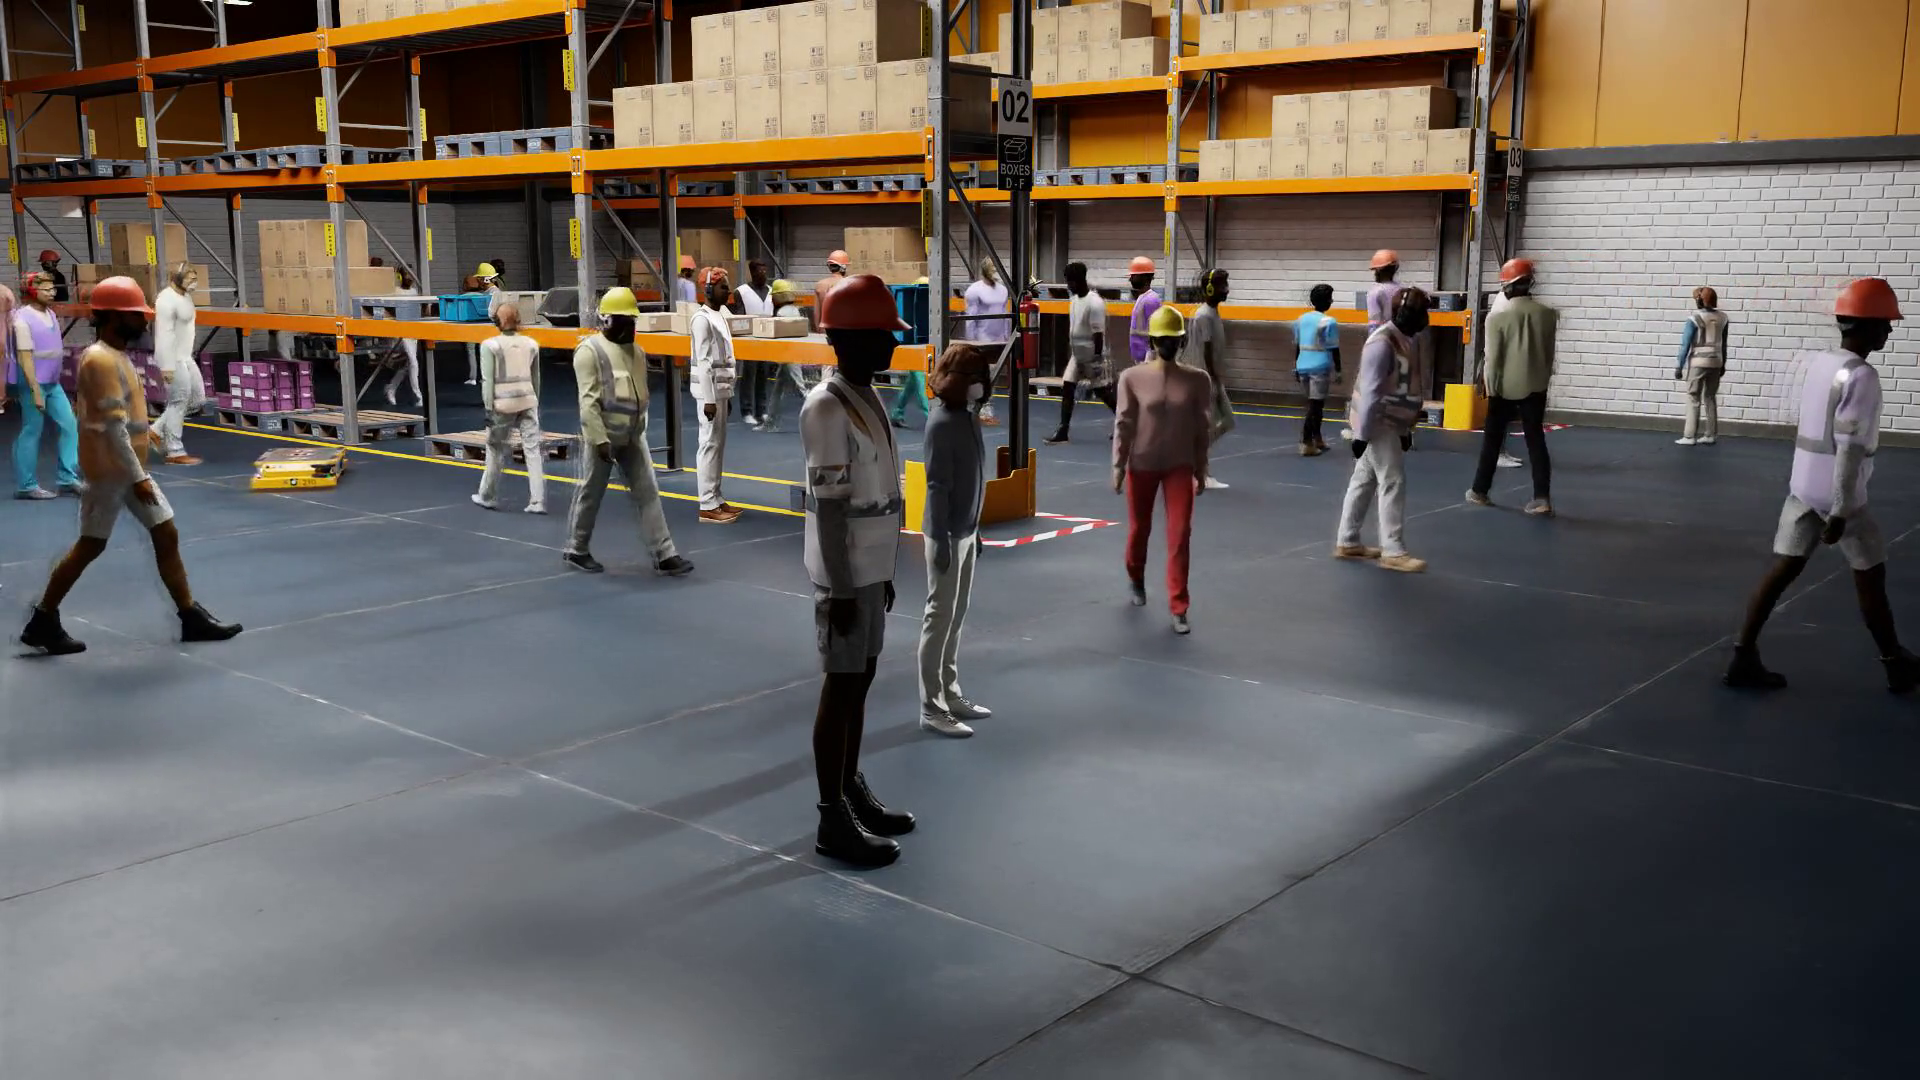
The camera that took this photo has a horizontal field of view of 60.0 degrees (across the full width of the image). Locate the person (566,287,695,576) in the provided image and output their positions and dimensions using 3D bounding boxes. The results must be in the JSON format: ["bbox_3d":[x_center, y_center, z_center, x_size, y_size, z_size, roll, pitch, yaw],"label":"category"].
[{"bbox_3d":[-2.095,-0.652,10.242,0.899,1.790,0.597,7,12,35],"label":"person"}]

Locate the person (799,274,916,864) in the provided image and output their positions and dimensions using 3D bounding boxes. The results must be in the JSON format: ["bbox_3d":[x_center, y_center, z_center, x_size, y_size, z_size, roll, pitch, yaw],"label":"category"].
[{"bbox_3d":[-0.331,0.092,5.553,0.358,1.938,0.542,2,10,11],"label":"person"}]

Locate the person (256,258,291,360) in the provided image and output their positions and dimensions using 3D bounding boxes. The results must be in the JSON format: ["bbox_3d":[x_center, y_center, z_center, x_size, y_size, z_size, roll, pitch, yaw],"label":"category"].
[{"bbox_3d":[-10.082,-3.223,24.517,0.457,1.907,0.602,-4,11,-22],"label":"person"}]

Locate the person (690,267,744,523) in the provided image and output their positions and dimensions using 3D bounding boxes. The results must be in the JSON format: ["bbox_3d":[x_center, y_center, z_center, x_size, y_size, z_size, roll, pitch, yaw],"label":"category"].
[{"bbox_3d":[-1.813,-1.071,12.331,0.354,1.883,0.576,0,10,3],"label":"person"}]

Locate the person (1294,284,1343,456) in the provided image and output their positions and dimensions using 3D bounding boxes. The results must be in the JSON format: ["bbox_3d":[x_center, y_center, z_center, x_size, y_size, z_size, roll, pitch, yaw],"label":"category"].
[{"bbox_3d":[3.559,-1.658,16.253,0.632,1.672,0.547,-5,11,-28],"label":"person"}]

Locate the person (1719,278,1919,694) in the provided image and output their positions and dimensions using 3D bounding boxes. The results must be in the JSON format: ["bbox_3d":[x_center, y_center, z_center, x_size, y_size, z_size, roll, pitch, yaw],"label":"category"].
[{"bbox_3d":[3.996,-0.225,7.509,1.016,1.883,0.563,0,10,-1],"label":"person"}]

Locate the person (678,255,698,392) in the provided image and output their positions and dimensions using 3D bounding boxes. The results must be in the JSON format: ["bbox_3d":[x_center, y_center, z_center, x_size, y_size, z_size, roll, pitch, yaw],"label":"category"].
[{"bbox_3d":[-3.835,-3.038,23.414,0.400,1.923,0.552,-7,12,-34],"label":"person"}]

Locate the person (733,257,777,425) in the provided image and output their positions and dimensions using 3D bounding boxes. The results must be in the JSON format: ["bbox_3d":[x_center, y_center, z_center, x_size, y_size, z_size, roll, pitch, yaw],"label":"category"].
[{"bbox_3d":[-2.357,-2.294,19.197,0.372,1.915,0.596,9,13,41],"label":"person"}]

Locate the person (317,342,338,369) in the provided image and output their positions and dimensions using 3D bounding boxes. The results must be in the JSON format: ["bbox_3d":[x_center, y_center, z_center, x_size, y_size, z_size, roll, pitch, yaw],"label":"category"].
[{"bbox_3d":[-10.544,-3.883,27.891,0.664,2.000,0.696,-5,11,-26],"label":"person"}]

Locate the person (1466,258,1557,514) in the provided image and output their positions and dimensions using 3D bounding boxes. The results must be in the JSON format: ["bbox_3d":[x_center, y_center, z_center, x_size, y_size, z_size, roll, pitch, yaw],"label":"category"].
[{"bbox_3d":[4.291,-1.182,12.804,0.621,1.953,0.986,-1,10,-5],"label":"person"}]

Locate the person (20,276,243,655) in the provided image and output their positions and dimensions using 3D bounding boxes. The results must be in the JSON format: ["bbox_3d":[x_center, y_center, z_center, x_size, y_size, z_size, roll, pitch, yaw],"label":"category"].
[{"bbox_3d":[-4.253,-0.367,8.332,1.002,1.894,0.559,-2,10,-11],"label":"person"}]

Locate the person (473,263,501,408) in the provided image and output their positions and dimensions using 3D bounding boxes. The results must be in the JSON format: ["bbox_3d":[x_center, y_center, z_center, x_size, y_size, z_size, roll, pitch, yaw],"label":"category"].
[{"bbox_3d":[-5.954,-2.587,21.101,0.403,1.831,0.595,-3,10,-17],"label":"person"}]

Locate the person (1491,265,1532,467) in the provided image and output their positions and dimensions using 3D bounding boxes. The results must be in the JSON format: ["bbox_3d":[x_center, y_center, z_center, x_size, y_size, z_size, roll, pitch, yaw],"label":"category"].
[{"bbox_3d":[5.116,-1.622,15.445,0.397,1.898,0.644,3,10,15],"label":"person"}]

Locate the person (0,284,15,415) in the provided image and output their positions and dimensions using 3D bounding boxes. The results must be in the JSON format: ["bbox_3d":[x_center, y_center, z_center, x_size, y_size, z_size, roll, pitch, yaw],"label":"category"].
[{"bbox_3d":[-11.694,-2.428,20.011,0.655,1.894,0.582,-8,13,-40],"label":"person"}]

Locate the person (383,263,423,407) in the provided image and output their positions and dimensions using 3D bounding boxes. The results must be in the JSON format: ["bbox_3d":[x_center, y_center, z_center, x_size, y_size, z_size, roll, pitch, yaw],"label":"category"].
[{"bbox_3d":[-7.106,-2.616,21.269,0.862,1.846,0.528,5,11,27],"label":"person"}]

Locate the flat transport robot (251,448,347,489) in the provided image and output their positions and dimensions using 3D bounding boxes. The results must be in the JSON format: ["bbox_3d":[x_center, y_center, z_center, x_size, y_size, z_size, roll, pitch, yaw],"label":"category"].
[{"bbox_3d":[-5.734,-0.643,14.475,0.652,0.197,1.431,-3,10,-16],"label":"flat transport robot"}]

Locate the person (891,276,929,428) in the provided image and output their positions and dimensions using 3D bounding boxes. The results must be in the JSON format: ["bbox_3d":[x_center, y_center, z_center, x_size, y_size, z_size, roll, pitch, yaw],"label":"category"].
[{"bbox_3d":[-0.462,-2.072,18.507,0.932,1.712,0.548,8,13,39],"label":"person"}]

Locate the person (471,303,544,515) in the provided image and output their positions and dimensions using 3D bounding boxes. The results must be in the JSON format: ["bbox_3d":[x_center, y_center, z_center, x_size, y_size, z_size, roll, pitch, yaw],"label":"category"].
[{"bbox_3d":[-3.465,-1.005,12.742,0.547,1.598,0.814,-10,14,-44],"label":"person"}]

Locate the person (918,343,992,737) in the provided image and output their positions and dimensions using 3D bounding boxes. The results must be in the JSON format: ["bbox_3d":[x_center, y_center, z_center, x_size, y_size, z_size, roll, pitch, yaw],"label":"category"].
[{"bbox_3d":[-0.012,-0.008,6.987,0.282,1.631,0.503,3,10,17],"label":"person"}]

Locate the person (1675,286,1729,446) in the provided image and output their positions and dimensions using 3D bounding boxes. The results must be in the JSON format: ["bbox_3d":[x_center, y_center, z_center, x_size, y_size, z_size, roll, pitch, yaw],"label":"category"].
[{"bbox_3d":[7.613,-1.776,17.054,0.534,1.633,0.342,-3,10,-18],"label":"person"}]

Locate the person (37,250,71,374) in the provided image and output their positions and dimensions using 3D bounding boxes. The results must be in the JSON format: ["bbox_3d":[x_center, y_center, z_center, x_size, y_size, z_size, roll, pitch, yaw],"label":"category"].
[{"bbox_3d":[-13.937,-3.464,25.633,0.397,1.992,0.622,-3,10,-18],"label":"person"}]

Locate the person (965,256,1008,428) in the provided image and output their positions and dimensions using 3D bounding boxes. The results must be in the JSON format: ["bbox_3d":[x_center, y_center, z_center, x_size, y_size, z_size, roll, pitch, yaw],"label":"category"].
[{"bbox_3d":[0.322,-2.253,18.907,0.634,1.938,0.363,-10,14,-44],"label":"person"}]

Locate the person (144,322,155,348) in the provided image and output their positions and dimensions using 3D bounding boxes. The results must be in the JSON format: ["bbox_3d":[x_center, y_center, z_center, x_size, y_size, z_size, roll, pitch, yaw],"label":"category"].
[{"bbox_3d":[-12.333,-3.263,25.637,0.336,1.596,0.589,4,11,21],"label":"person"}]

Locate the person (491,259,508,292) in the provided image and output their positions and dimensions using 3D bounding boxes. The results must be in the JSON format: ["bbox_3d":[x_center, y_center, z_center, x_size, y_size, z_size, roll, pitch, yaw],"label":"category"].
[{"bbox_3d":[-7.878,-3.874,28.411,0.429,1.839,0.633,-1,10,-5],"label":"person"}]

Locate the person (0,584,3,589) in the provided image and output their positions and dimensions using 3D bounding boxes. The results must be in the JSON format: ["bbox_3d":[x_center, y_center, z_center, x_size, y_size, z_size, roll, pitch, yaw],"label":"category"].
[{"bbox_3d":[-5.930,-0.514,9.847,0.312,1.642,0.512,-7,12,-33],"label":"person"}]

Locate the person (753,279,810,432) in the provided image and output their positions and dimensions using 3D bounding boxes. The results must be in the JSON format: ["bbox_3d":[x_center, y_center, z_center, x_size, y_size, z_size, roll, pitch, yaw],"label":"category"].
[{"bbox_3d":[-1.830,-1.996,18.149,0.915,1.690,0.486,2,10,12],"label":"person"}]

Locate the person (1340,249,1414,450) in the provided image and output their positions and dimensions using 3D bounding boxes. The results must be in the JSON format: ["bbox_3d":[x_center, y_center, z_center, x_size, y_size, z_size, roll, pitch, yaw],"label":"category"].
[{"bbox_3d":[4.277,-1.927,16.876,0.631,1.998,0.983,-5,11,-25],"label":"person"}]

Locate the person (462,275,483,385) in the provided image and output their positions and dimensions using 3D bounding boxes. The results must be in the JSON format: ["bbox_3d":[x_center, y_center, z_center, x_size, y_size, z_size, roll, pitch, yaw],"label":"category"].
[{"bbox_3d":[-7.227,-3.118,24.724,0.285,1.624,0.496,7,12,35],"label":"person"}]

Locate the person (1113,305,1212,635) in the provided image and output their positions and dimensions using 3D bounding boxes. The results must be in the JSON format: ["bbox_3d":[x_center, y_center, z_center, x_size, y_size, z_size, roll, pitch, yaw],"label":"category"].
[{"bbox_3d":[1.092,-0.416,9.051,0.531,1.729,0.890,0,10,2],"label":"person"}]

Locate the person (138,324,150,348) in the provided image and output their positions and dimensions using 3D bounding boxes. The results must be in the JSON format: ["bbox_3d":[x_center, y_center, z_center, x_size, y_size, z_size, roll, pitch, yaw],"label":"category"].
[{"bbox_3d":[-13.684,-3.832,27.979,0.639,1.910,0.407,-8,13,-39],"label":"person"}]

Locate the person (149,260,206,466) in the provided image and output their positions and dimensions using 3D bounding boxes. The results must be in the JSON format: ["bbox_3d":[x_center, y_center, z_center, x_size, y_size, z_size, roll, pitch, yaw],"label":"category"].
[{"bbox_3d":[-7.327,-1.636,15.467,0.555,1.908,0.705,-2,10,-10],"label":"person"}]

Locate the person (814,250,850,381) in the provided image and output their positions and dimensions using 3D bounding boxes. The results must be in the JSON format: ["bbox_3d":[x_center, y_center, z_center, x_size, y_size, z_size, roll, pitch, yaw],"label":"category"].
[{"bbox_3d":[-1.496,-2.552,20.440,0.614,1.993,0.395,5,11,27],"label":"person"}]

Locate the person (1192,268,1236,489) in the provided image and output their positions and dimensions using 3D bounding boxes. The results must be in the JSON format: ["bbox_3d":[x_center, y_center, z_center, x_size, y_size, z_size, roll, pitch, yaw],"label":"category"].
[{"bbox_3d":[2.122,-1.335,13.912,0.389,1.856,0.521,4,11,22],"label":"person"}]

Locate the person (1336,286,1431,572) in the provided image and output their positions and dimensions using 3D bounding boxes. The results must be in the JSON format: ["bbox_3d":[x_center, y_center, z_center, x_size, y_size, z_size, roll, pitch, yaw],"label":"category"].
[{"bbox_3d":[2.689,-0.705,10.564,0.672,1.791,0.631,6,12,31],"label":"person"}]

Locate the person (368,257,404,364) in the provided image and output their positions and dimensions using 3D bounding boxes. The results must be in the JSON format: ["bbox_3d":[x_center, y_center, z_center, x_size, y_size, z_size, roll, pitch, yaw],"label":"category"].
[{"bbox_3d":[-10.190,-4.039,29.317,0.598,1.852,0.849,3,10,15],"label":"person"}]

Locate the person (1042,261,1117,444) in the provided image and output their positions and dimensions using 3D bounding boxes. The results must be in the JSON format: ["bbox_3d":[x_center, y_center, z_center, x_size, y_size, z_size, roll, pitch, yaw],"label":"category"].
[{"bbox_3d":[1.363,-1.942,17.251,1.001,1.907,0.678,-5,11,-27],"label":"person"}]

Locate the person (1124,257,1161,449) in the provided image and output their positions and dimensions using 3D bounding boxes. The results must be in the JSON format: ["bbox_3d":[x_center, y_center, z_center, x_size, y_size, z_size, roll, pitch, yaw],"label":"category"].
[{"bbox_3d":[1.809,-1.836,16.529,0.375,1.935,0.551,-1,10,-5],"label":"person"}]

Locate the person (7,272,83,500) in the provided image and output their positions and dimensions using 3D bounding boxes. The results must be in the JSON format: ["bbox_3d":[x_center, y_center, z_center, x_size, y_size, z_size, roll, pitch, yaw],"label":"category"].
[{"bbox_3d":[-7.306,-1.226,13.344,0.692,1.826,0.623,-1,10,-3],"label":"person"}]
